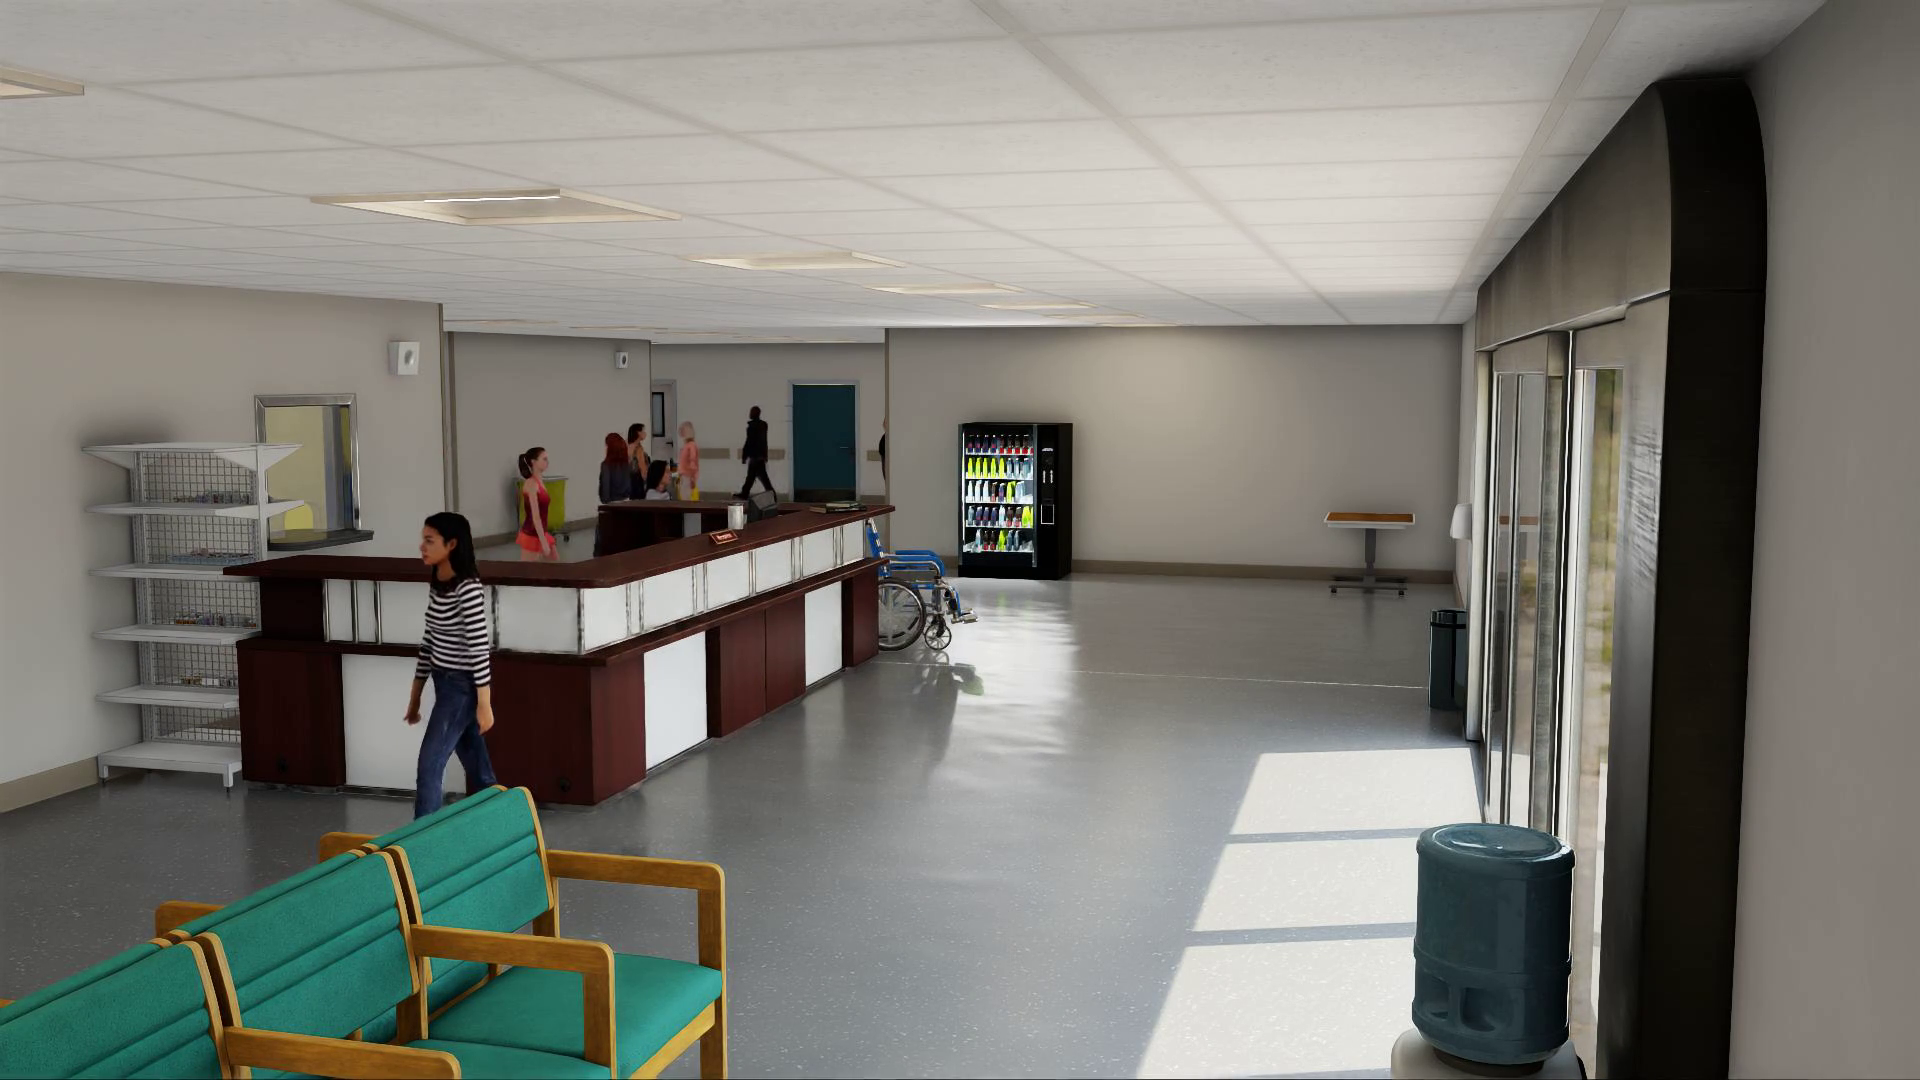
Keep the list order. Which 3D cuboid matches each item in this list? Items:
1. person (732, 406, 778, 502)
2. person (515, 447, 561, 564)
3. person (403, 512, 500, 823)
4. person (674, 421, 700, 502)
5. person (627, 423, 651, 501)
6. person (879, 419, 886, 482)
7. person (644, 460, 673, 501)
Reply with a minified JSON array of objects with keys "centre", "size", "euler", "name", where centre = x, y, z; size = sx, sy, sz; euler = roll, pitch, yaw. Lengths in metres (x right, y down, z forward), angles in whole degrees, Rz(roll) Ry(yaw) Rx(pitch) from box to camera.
[{"centre":[-3.691,-1.561,30.904],"size":[1.187,1.786,0.758],"euler":[2,6,19],"name":"person"},{"centre":[-4.060,0.015,15.595],"size":[1.154,1.714,0.824],"euler":[0,6,-4],"name":"person"},{"centre":[-2.259,0.766,7.800],"size":[0.992,1.765,0.965],"euler":[-4,7,-36],"name":"person"},{"centre":[-3.969,-0.899,24.665],"size":[0.822,1.718,0.766],"euler":[-2,6,-23],"name":"person"},{"centre":[-4.414,-0.656,22.223],"size":[1.223,1.723,1.136],"euler":[-3,6,-27],"name":"person"},{"centre":[-1.221,-1.309,28.995],"size":[0.531,1.667,0.581],"euler":[1,6,12],"name":"person"},{"centre":[-2.926,0.075,15.659],"size":[1.103,1.583,0.807],"euler":[0,6,-1],"name":"person"}]
